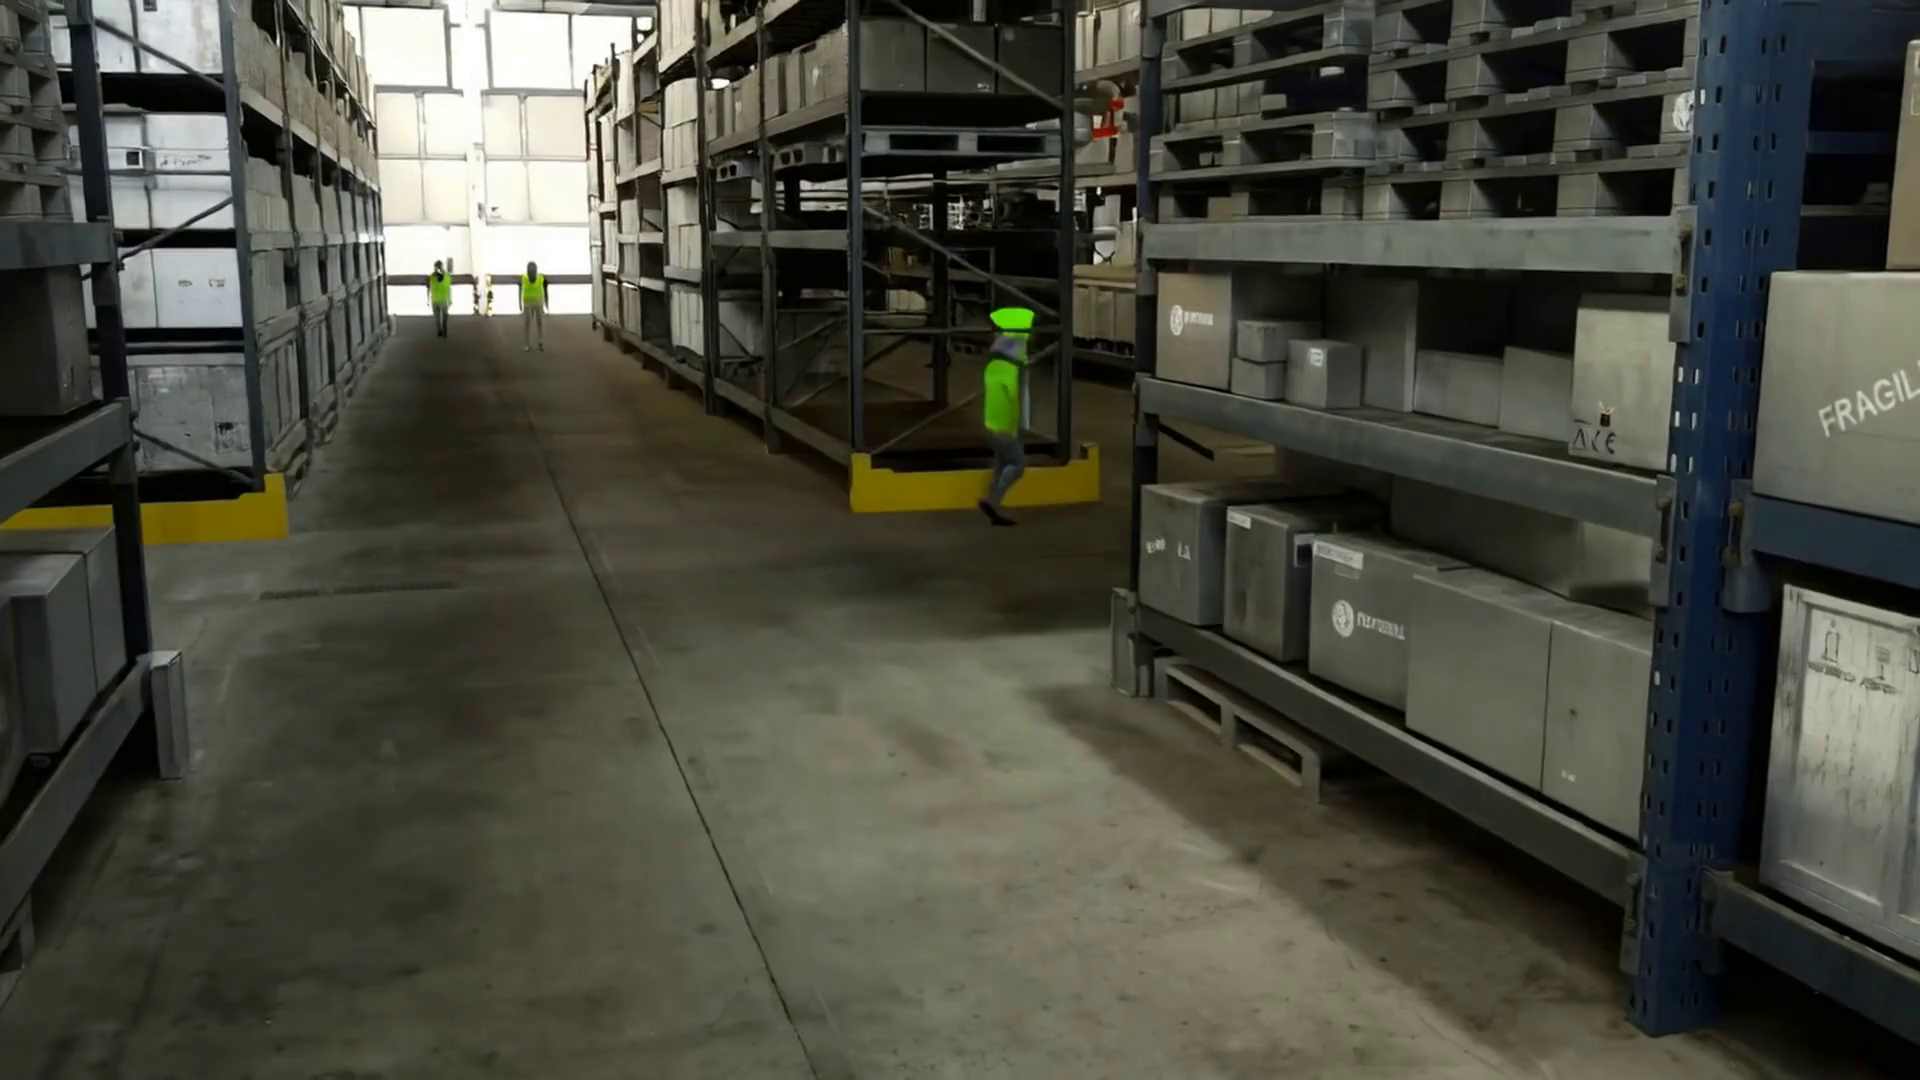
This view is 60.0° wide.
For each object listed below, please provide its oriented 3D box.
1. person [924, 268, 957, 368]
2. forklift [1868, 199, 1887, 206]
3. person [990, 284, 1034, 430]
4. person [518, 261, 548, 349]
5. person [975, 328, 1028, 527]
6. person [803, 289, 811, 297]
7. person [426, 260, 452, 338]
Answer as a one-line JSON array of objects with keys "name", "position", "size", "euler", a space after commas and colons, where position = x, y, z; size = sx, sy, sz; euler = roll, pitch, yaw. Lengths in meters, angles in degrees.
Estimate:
[{"name": "person", "position": [-0.380, -4.022, 29.793], "size": [0.651, 1.904, 0.403], "euler": [6, 12, 30]}, {"name": "forklift", "position": [11.338, -2.915, 21.052], "size": [1.129, 2.768, 1.873], "euler": [-3, 11, -17]}, {"name": "person", "position": [0.589, -2.071, 19.406], "size": [0.575, 1.793, 0.978], "euler": [-4, 11, -19]}, {"name": "person", "position": [-8.936, -4.917, 34.871], "size": [0.619, 1.845, 0.430], "euler": [-4, 11, -21]}, {"name": "person", "position": [0.340, -0.892, 13.382], "size": [0.380, 1.616, 0.512], "euler": [-5, 11, -24]}, {"name": "person", "position": [-4.291, -7.035, 46.253], "size": [0.407, 1.918, 0.555], "euler": [-2, 10, -9]}, {"name": "person", "position": [-12.078, -5.580, 38.594], "size": [0.599, 1.819, 0.418], "euler": [-6, 12, -28]}]
